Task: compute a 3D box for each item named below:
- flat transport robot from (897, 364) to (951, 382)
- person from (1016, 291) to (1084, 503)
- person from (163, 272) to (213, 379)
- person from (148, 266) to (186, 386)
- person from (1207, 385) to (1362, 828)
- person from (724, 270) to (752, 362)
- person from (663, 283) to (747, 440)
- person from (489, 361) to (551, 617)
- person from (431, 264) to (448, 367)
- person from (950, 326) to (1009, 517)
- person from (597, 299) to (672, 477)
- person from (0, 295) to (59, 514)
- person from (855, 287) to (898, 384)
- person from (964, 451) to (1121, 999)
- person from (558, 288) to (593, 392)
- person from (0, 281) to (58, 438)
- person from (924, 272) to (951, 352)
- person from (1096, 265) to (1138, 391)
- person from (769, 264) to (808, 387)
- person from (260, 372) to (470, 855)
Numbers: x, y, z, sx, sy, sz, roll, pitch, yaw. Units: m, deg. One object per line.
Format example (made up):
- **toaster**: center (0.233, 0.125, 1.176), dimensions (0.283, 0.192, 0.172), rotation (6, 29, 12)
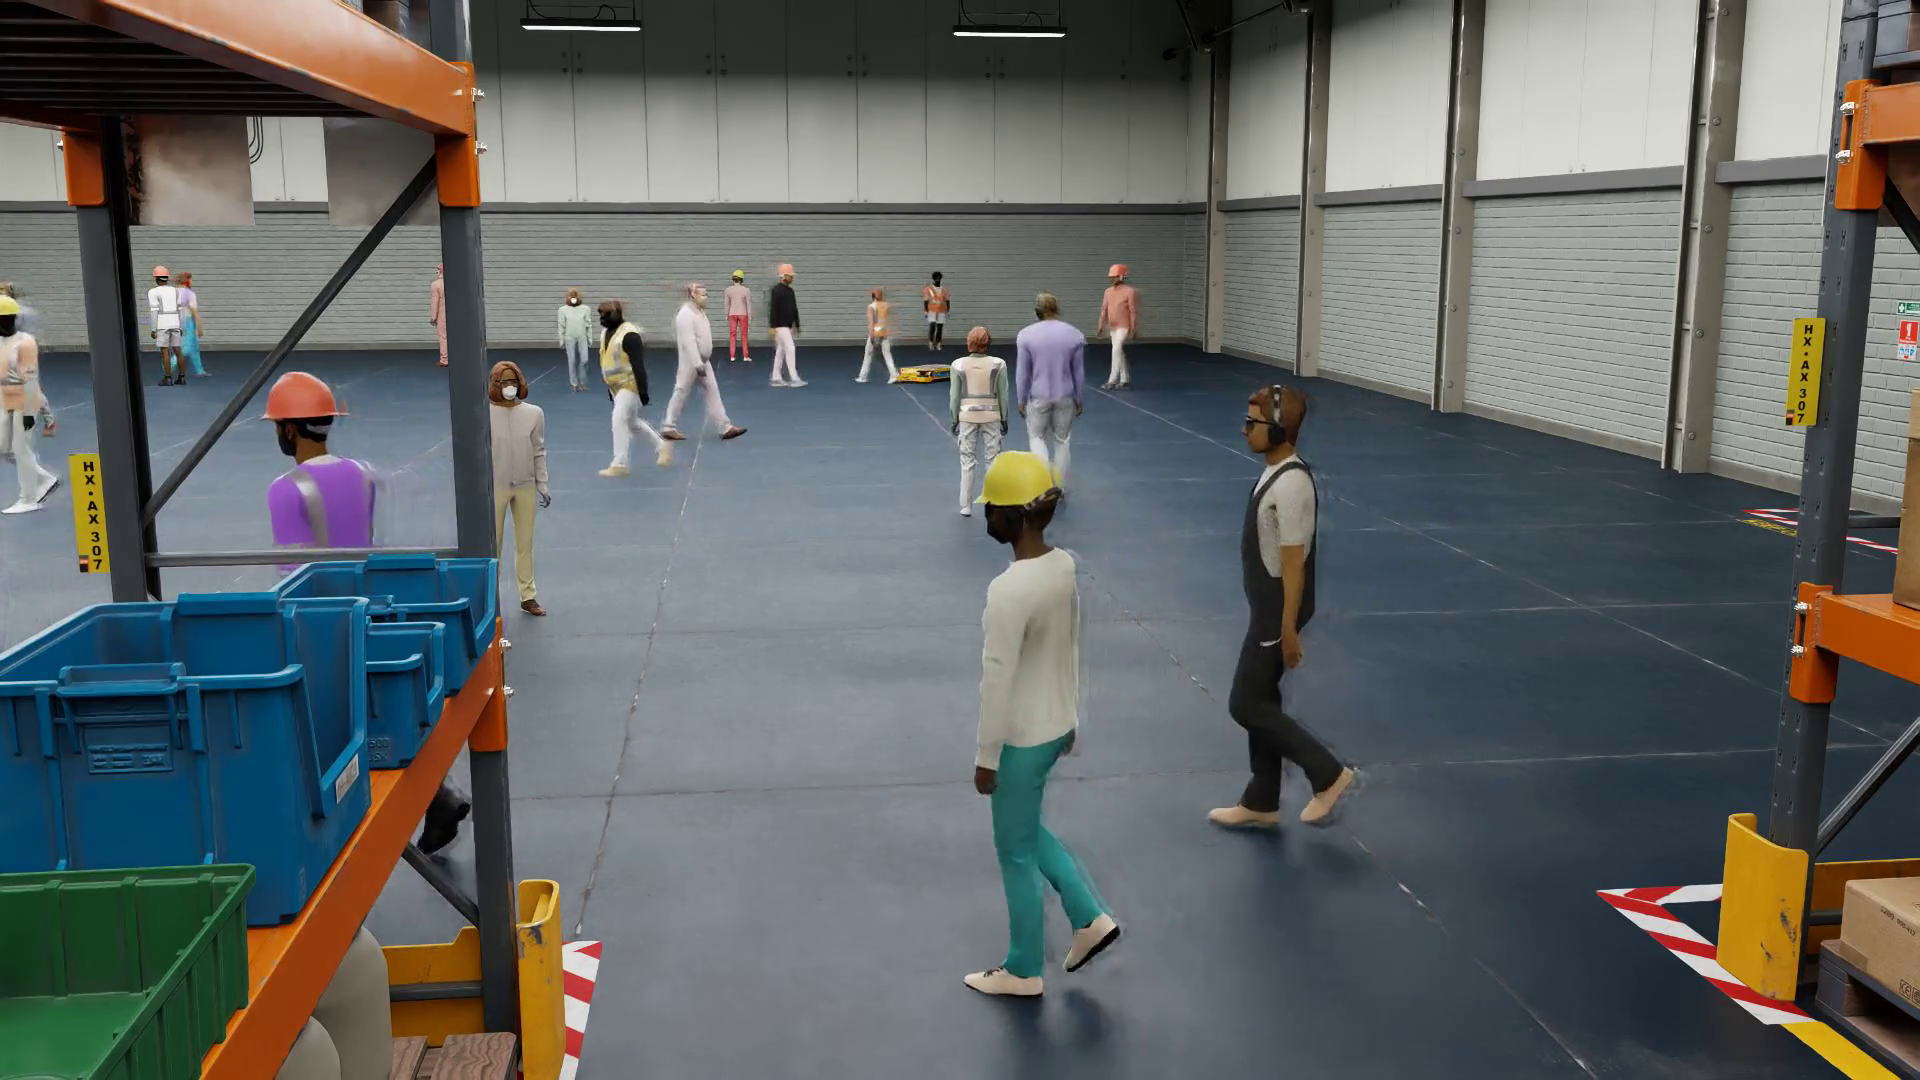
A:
- **flat transport robot**: center (-0.479, -2.814, 27.952), dimensions (0.652, 0.197, 1.431), rotation (6, 12, 31)
- **person**: center (0.817, -1.271, 14.985), dimensions (0.643, 1.916, 0.494), rotation (-1, 10, -8)
- **person**: center (-13.134, -3.622, 28.150), dimensions (0.569, 1.818, 0.847), rotation (8, 13, 36)
- **person**: center (-12.849, -3.457, 26.907), dimensions (0.379, 1.938, 0.547), rotation (7, 12, 32)
- **person**: center (1.301, 0.291, 6.650), dimensions (0.502, 1.829, 0.514), rotation (2, 11, 10)
- **person**: center (-4.274, -4.321, 32.115), dimensions (0.532, 1.767, 0.328), rotation (1, 10, 7)
- **person**: center (-3.091, -2.094, 19.678), dimensions (1.007, 1.854, 0.645), rotation (3, 11, 15)
- **person**: center (-2.835, -0.311, 10.491), dimensions (0.498, 1.634, 0.279), rotation (-7, 12, -33)
- **person**: center (-9.583, -4.175, 30.932), dimensions (0.409, 1.909, 0.639), rotation (7, 12, 33)
- **person**: center (0.169, -1.011, 14.309), dimensions (0.512, 1.642, 0.312), rotation (1, 10, 4)
- **person**: center (-3.308, -1.559, 16.907), dimensions (0.833, 1.800, 0.659), rotation (-8, 13, -36)
- **person**: center (-8.216, -1.184, 14.530), dimensions (0.585, 1.912, 0.465), rotation (7, 12, 33)
- **person**: center (-1.343, -3.353, 27.287), dimensions (0.832, 1.597, 0.521), rotation (9, 14, 42)
- **person**: center (0.220, 0.595, 5.190), dimensions (0.408, 1.753, 0.543), rotation (5, 11, 23)
- **person**: center (-5.937, -3.078, 25.708), dimensions (0.520, 1.613, 0.565), rotation (-3, 11, -18)
- **person**: center (-11.070, -2.093, 19.561), dimensions (0.642, 1.908, 0.975), rotation (0, 10, 0)
- **person**: center (-0.460, -4.792, 34.939), dimensions (0.550, 1.669, 0.636), rotation (-3, 11, -18)
- **person**: center (2.407, -3.325, 26.107), dimensions (0.889, 1.956, 0.612), rotation (-8, 13, -37)
- **person**: center (-2.690, -3.419, 26.604), dimensions (0.837, 1.964, 0.654), rotation (4, 11, 20)
- **person**: center (-2.349, 0.310, 6.372), dimensions (0.884, 1.908, 0.554), rotation (3, 11, 16)
